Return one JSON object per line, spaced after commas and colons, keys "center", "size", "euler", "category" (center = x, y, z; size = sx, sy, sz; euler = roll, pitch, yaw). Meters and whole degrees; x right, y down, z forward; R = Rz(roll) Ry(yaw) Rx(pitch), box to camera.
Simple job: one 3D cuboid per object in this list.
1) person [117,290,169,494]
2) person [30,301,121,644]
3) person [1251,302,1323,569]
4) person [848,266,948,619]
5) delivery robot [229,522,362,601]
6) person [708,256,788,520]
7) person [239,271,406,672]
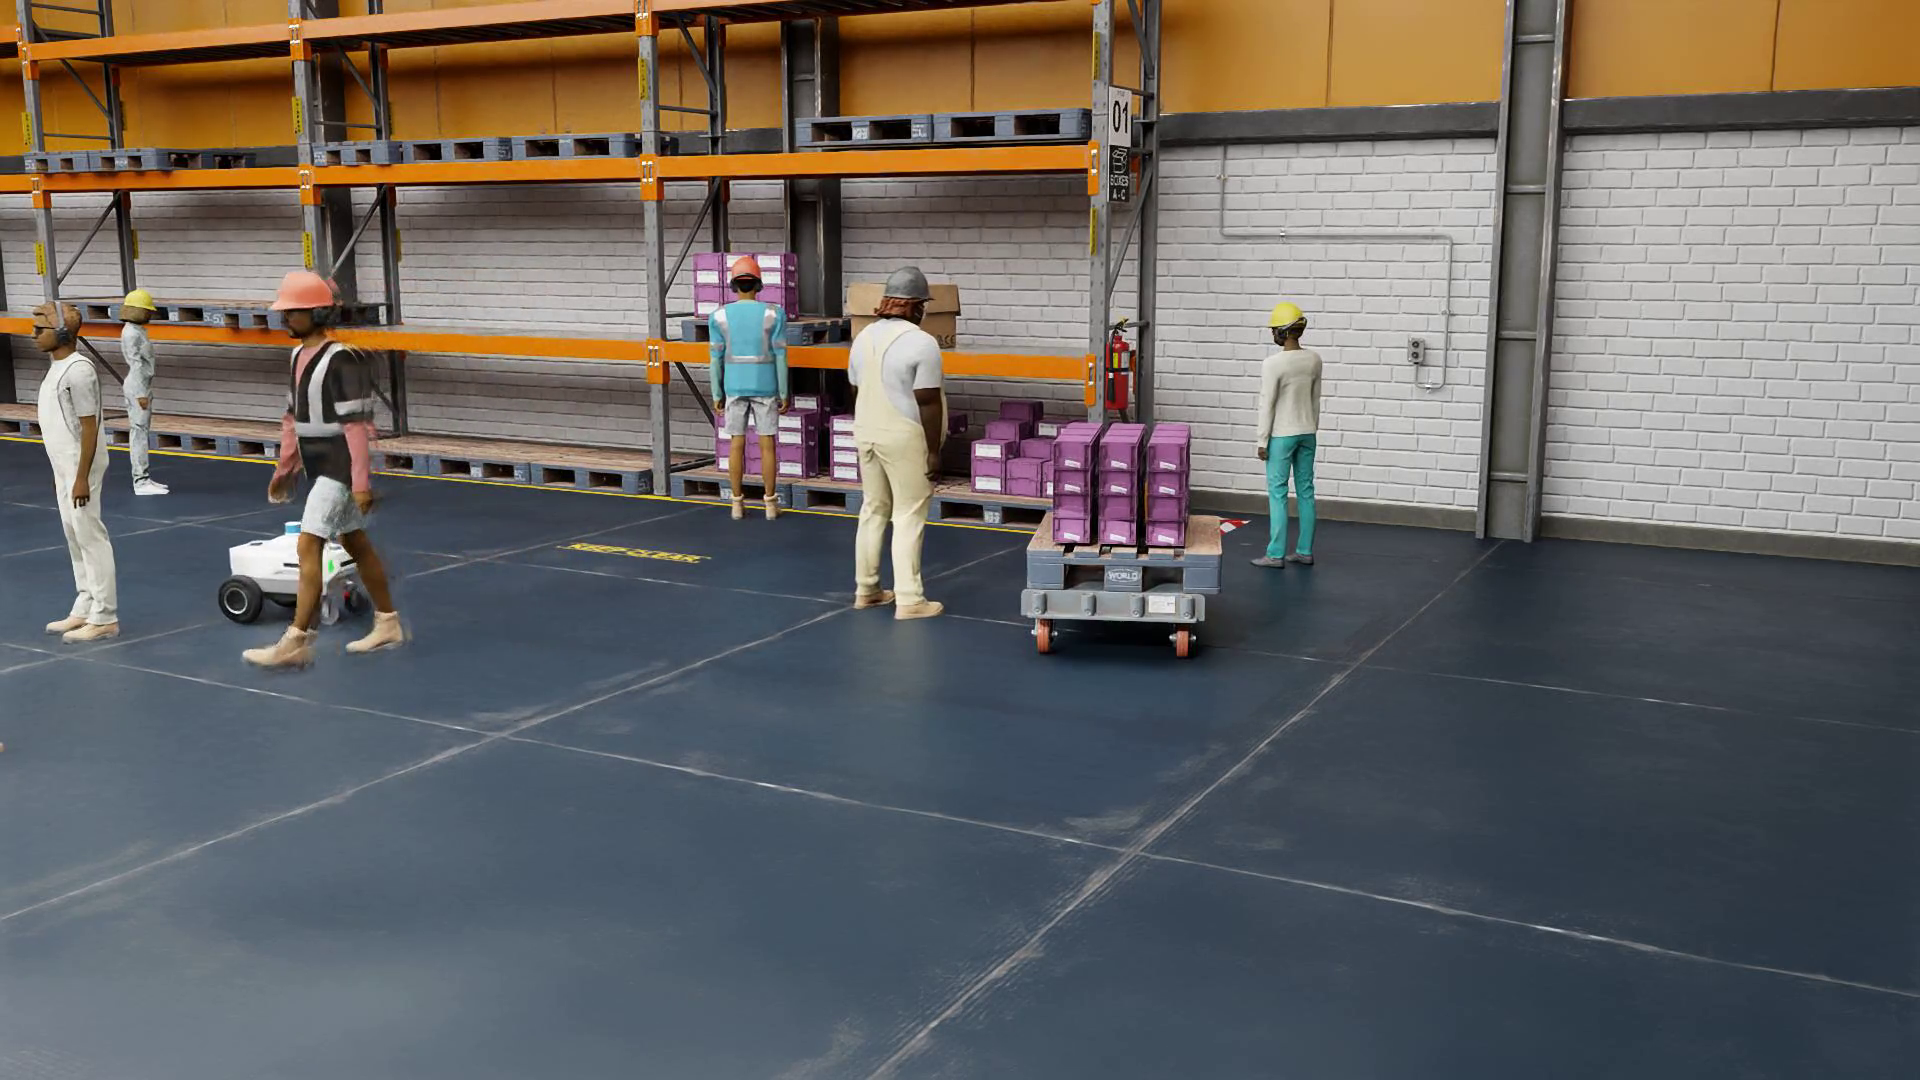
{"center": [-6.973, -1.259, 14.212], "size": [0.308, 1.736, 0.484], "euler": [-5, 11, -24], "category": "person"}
{"center": [-4.808, -0.366, 9.014], "size": [0.345, 1.846, 0.507], "euler": [-9, 14, -41], "category": "person"}
{"center": [2.162, -0.685, 11.011], "size": [0.524, 1.761, 0.340], "euler": [-7, 12, -32], "category": "person"}
{"center": [-0.322, -0.584, 9.672], "size": [0.536, 2.000, 0.701], "euler": [-10, 14, -42], "category": "person"}
{"center": [-3.800, 0.138, 9.534], "size": [0.707, 0.478, 0.477], "euler": [3, 11, 14], "category": "delivery robot"}
{"center": [-1.628, -1.164, 12.886], "size": [0.607, 2.037, 0.405], "euler": [0, 10, 2], "category": "person"}
{"center": [-3.303, -0.345, 8.444], "size": [0.979, 2.001, 0.615], "euler": [-8, 13, -36], "category": "person"}
